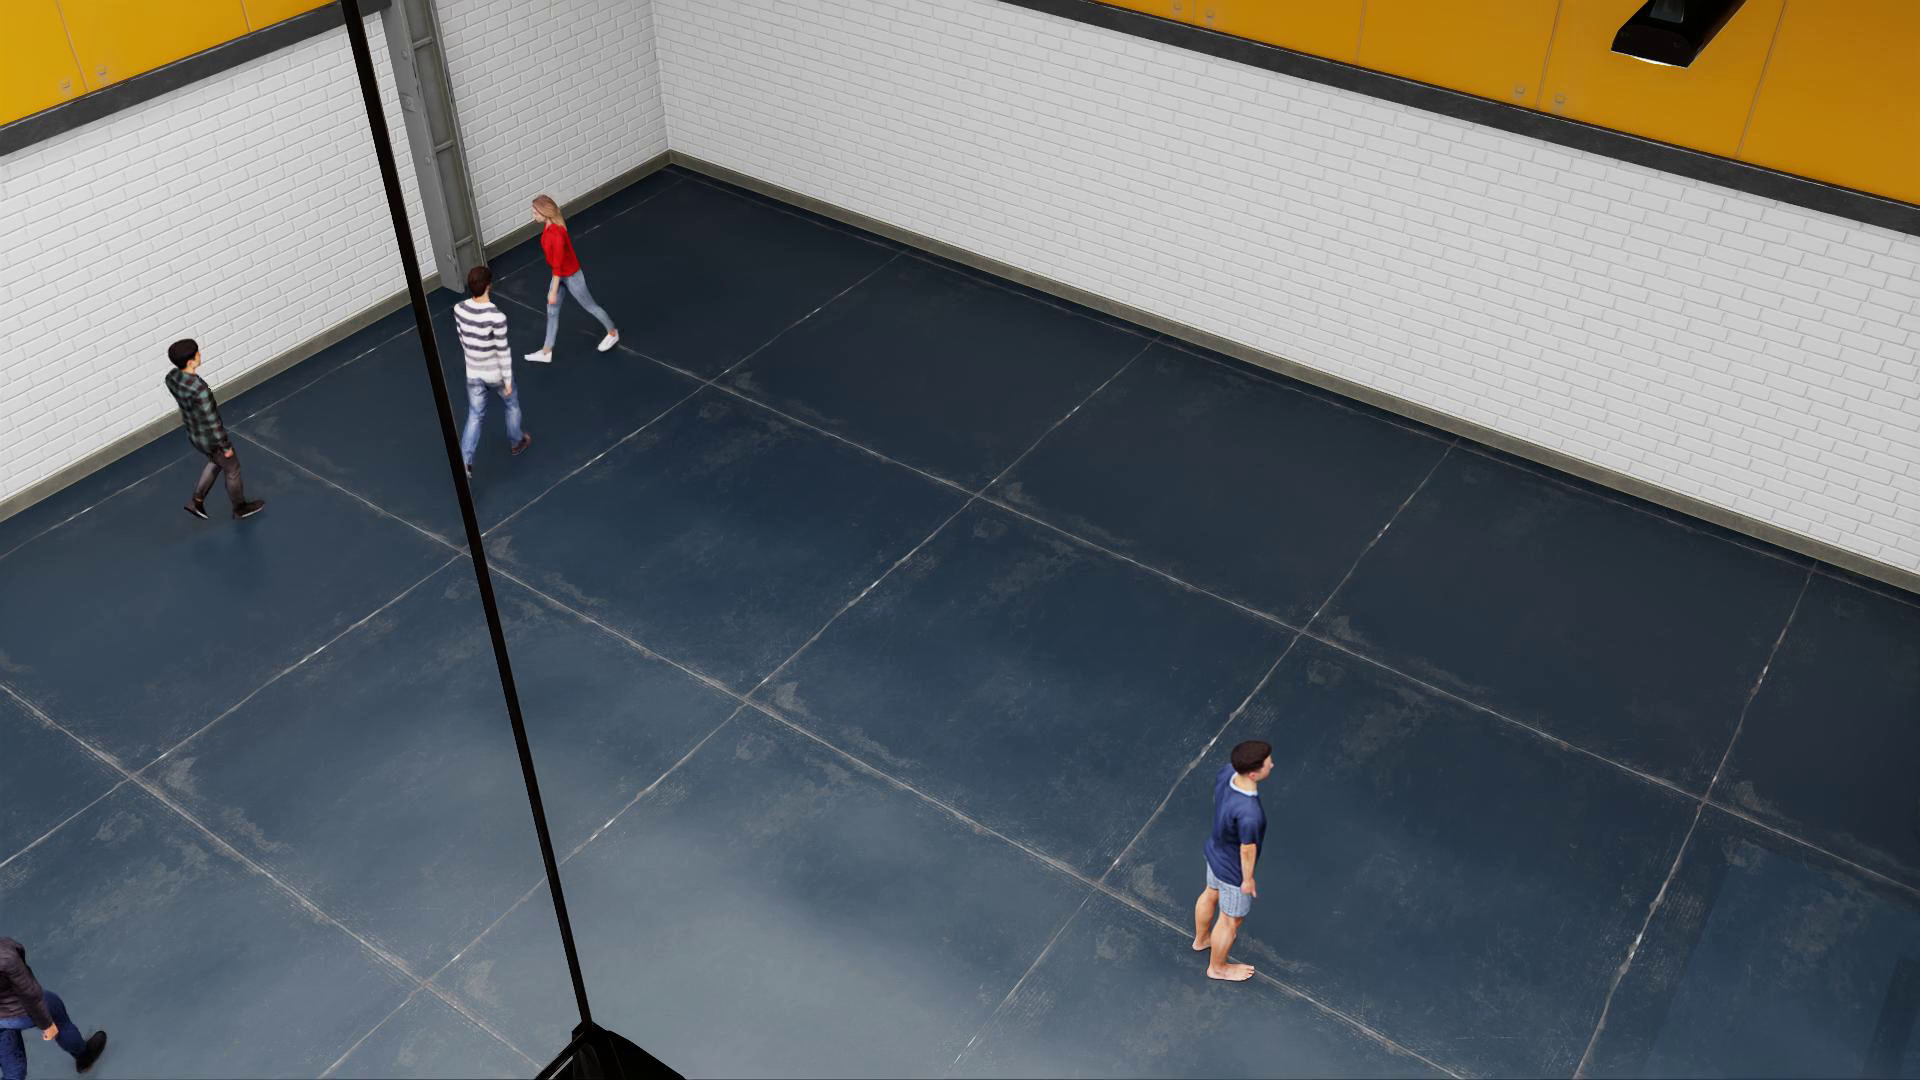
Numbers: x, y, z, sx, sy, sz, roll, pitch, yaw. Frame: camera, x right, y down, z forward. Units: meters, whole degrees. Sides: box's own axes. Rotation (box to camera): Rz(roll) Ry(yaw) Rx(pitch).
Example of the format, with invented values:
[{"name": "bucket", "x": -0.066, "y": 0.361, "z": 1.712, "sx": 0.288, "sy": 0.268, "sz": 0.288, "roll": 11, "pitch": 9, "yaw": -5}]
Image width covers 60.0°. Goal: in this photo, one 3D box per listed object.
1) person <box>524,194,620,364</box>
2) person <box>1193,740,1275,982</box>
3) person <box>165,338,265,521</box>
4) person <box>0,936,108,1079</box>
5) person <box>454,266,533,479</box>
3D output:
[{"name": "person", "x": -3.500, "y": -2.384, "z": 15.174, "sx": 1.235, "sy": 1.648, "sz": 0.964, "roll": -21, "pitch": 43, "yaw": -24}, {"name": "person", "x": 1.589, "y": 1.852, "z": 9.711, "sx": 0.754, "sy": 1.847, "sz": 0.702, "roll": -8, "pitch": 39, "yaw": -10}, {"name": "person", "x": -6.023, "y": -0.827, "z": 13.166, "sx": 0.698, "sy": 1.696, "sz": 0.809, "roll": 26, "pitch": 45, "yaw": 29}, {"name": "person", "x": -5.090, "y": 2.619, "z": 8.866, "sx": 1.045, "sy": 1.703, "sz": 1.229, "roll": 1, "pitch": 39, "yaw": 1}, {"name": "person", "x": -3.948, "y": -1.338, "z": 13.735, "sx": 0.911, "sy": 1.810, "sz": 1.201, "roll": 6, "pitch": 39, "yaw": 8}]
